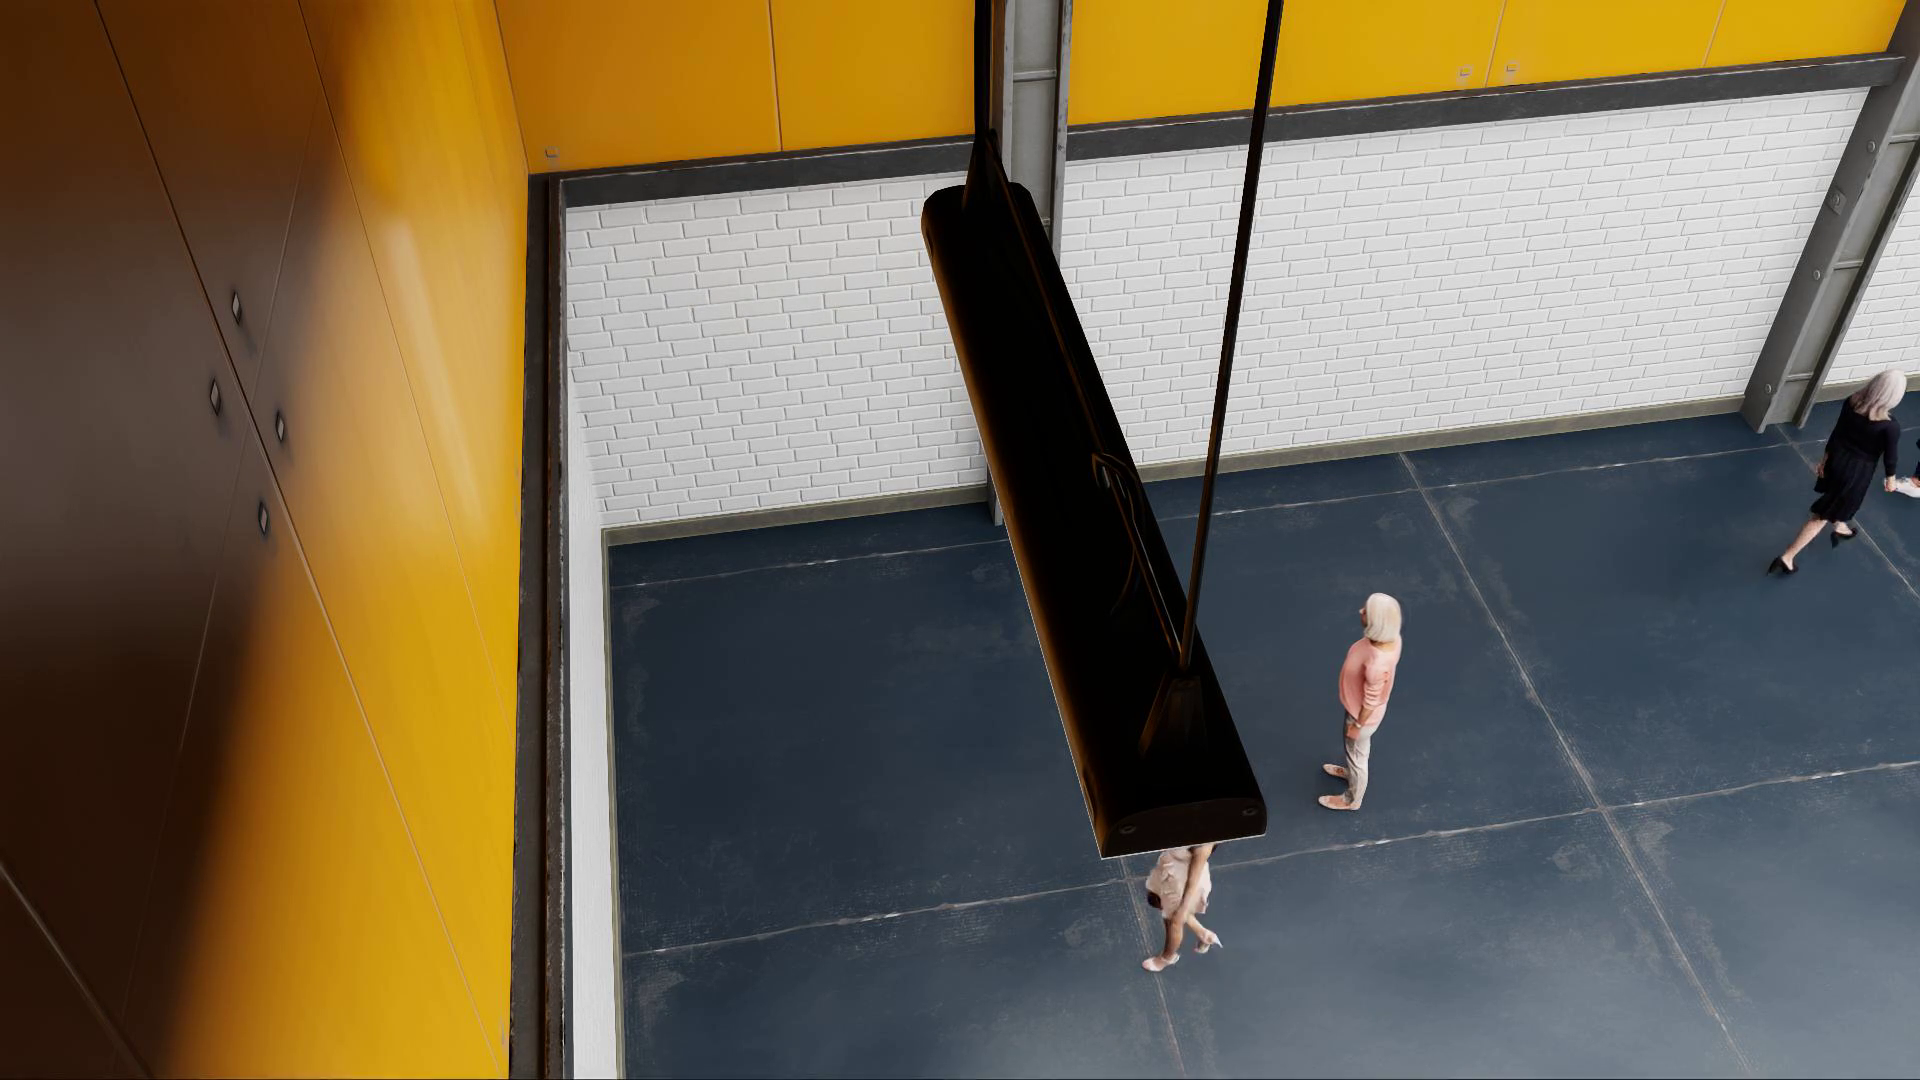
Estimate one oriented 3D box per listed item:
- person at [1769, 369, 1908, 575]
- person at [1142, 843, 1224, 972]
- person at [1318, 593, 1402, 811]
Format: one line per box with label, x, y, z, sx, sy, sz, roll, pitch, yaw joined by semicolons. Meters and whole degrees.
person;5.900;-0.398;11.152;1.068;1.716;0.734;-15;46;-15
person;1.259;1.804;8.833;0.709;1.727;0.629;-3;44;-3
person;2.367;0.951;9.730;0.670;1.724;0.679;12;45;12
